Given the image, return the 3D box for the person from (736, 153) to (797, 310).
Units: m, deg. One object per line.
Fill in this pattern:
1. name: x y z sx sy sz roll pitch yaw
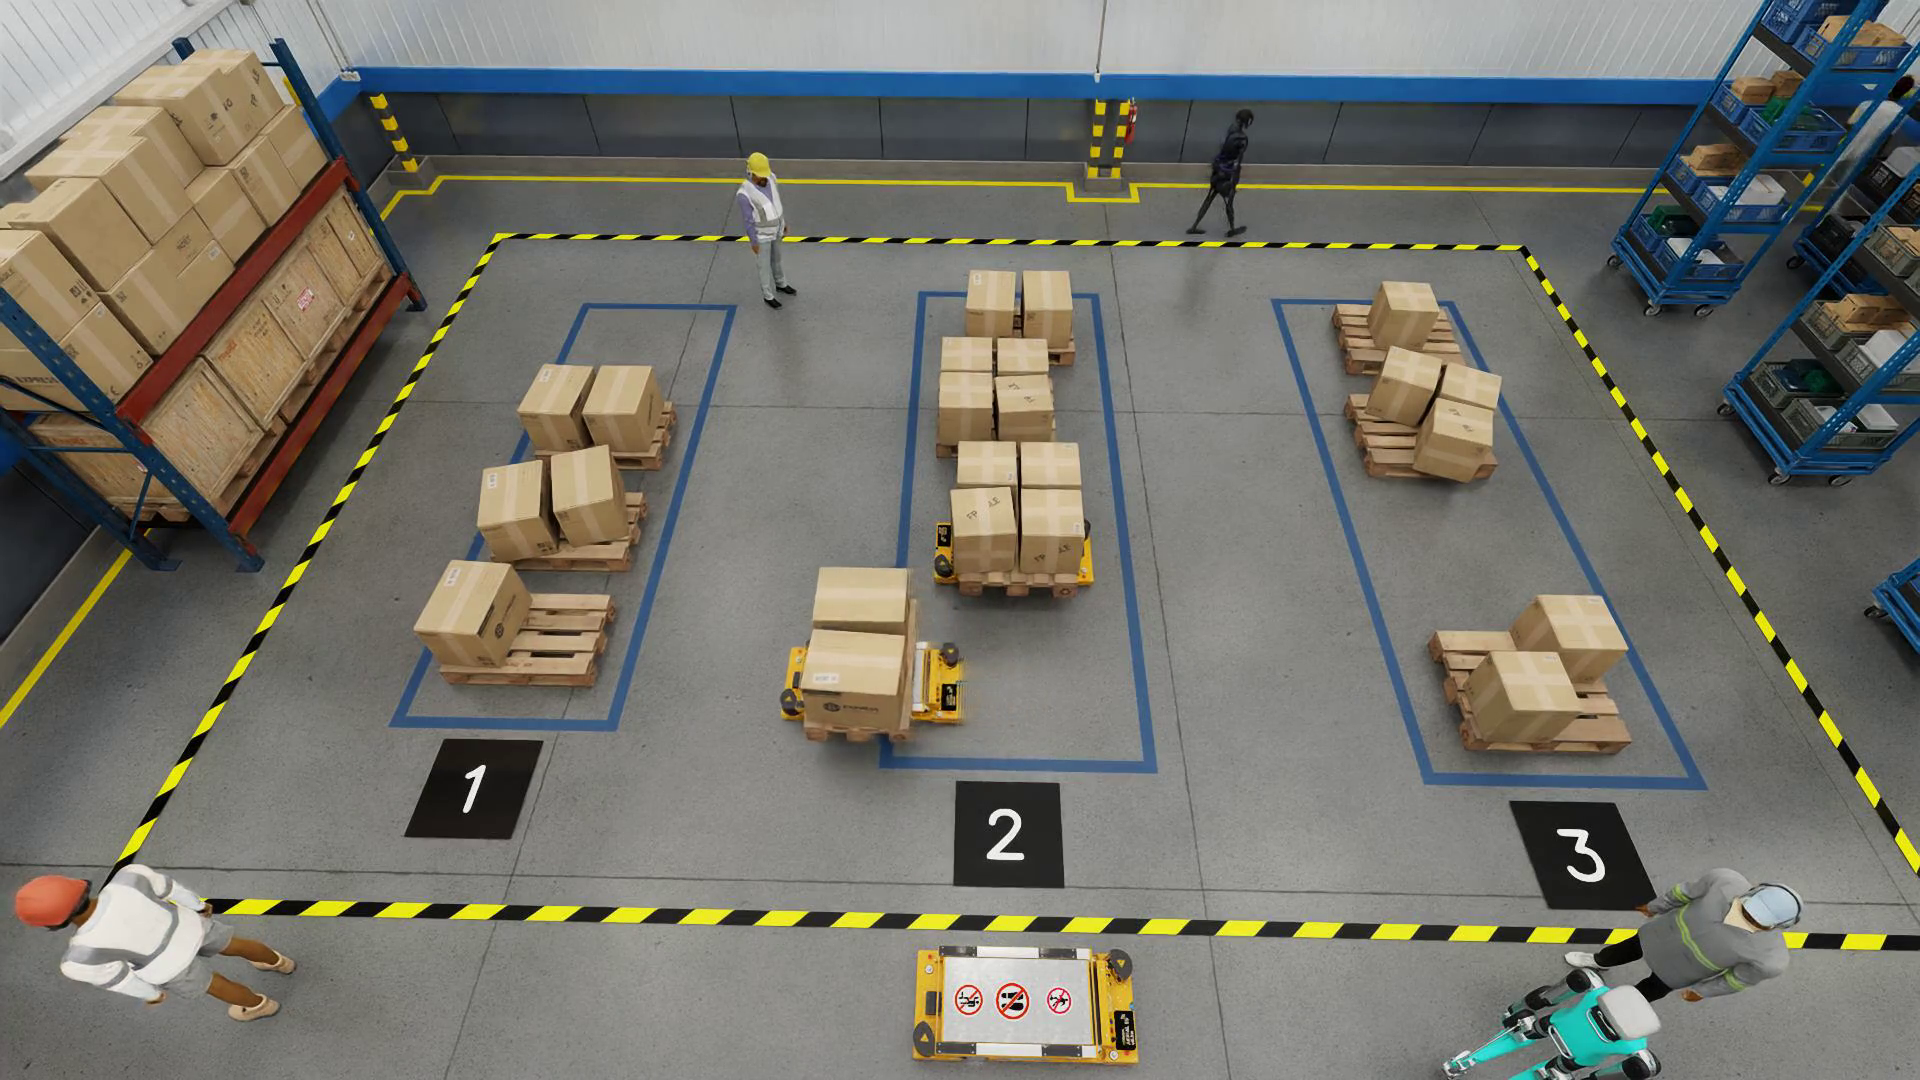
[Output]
1. person: -2.159 -3.481 10.321 0.404 1.823 0.586 24 55 19

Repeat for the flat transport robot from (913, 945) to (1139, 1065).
1. flat transport robot: 0.422 3.041 6.007 1.431 0.231 0.659 1 51 1

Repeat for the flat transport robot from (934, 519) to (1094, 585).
1. flat transport robot: 0.490 0.087 8.397 1.431 0.197 0.652 1 51 1

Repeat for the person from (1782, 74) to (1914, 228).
1. person: 11.036 -4.800 11.385 0.552 1.846 0.426 26 56 20

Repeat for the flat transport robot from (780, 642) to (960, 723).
1. flat transport robot: -0.723 1.153 7.528 1.431 0.197 0.652 1 51 1

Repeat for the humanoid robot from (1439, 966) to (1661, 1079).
1. humanoid robot: 3.106 2.885 5.097 0.735 1.681 0.533 -12 52 -10

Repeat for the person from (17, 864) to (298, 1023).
1. person: -4.661 2.395 5.388 0.366 2.047 0.606 1 51 1

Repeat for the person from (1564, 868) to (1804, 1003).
1. person: 4.319 2.430 5.483 0.364 1.852 0.595 -4 51 -3

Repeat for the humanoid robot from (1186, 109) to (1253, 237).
1. humanoid robot: 3.306 -4.497 11.263 0.749 1.631 0.600 -6 51 -5
